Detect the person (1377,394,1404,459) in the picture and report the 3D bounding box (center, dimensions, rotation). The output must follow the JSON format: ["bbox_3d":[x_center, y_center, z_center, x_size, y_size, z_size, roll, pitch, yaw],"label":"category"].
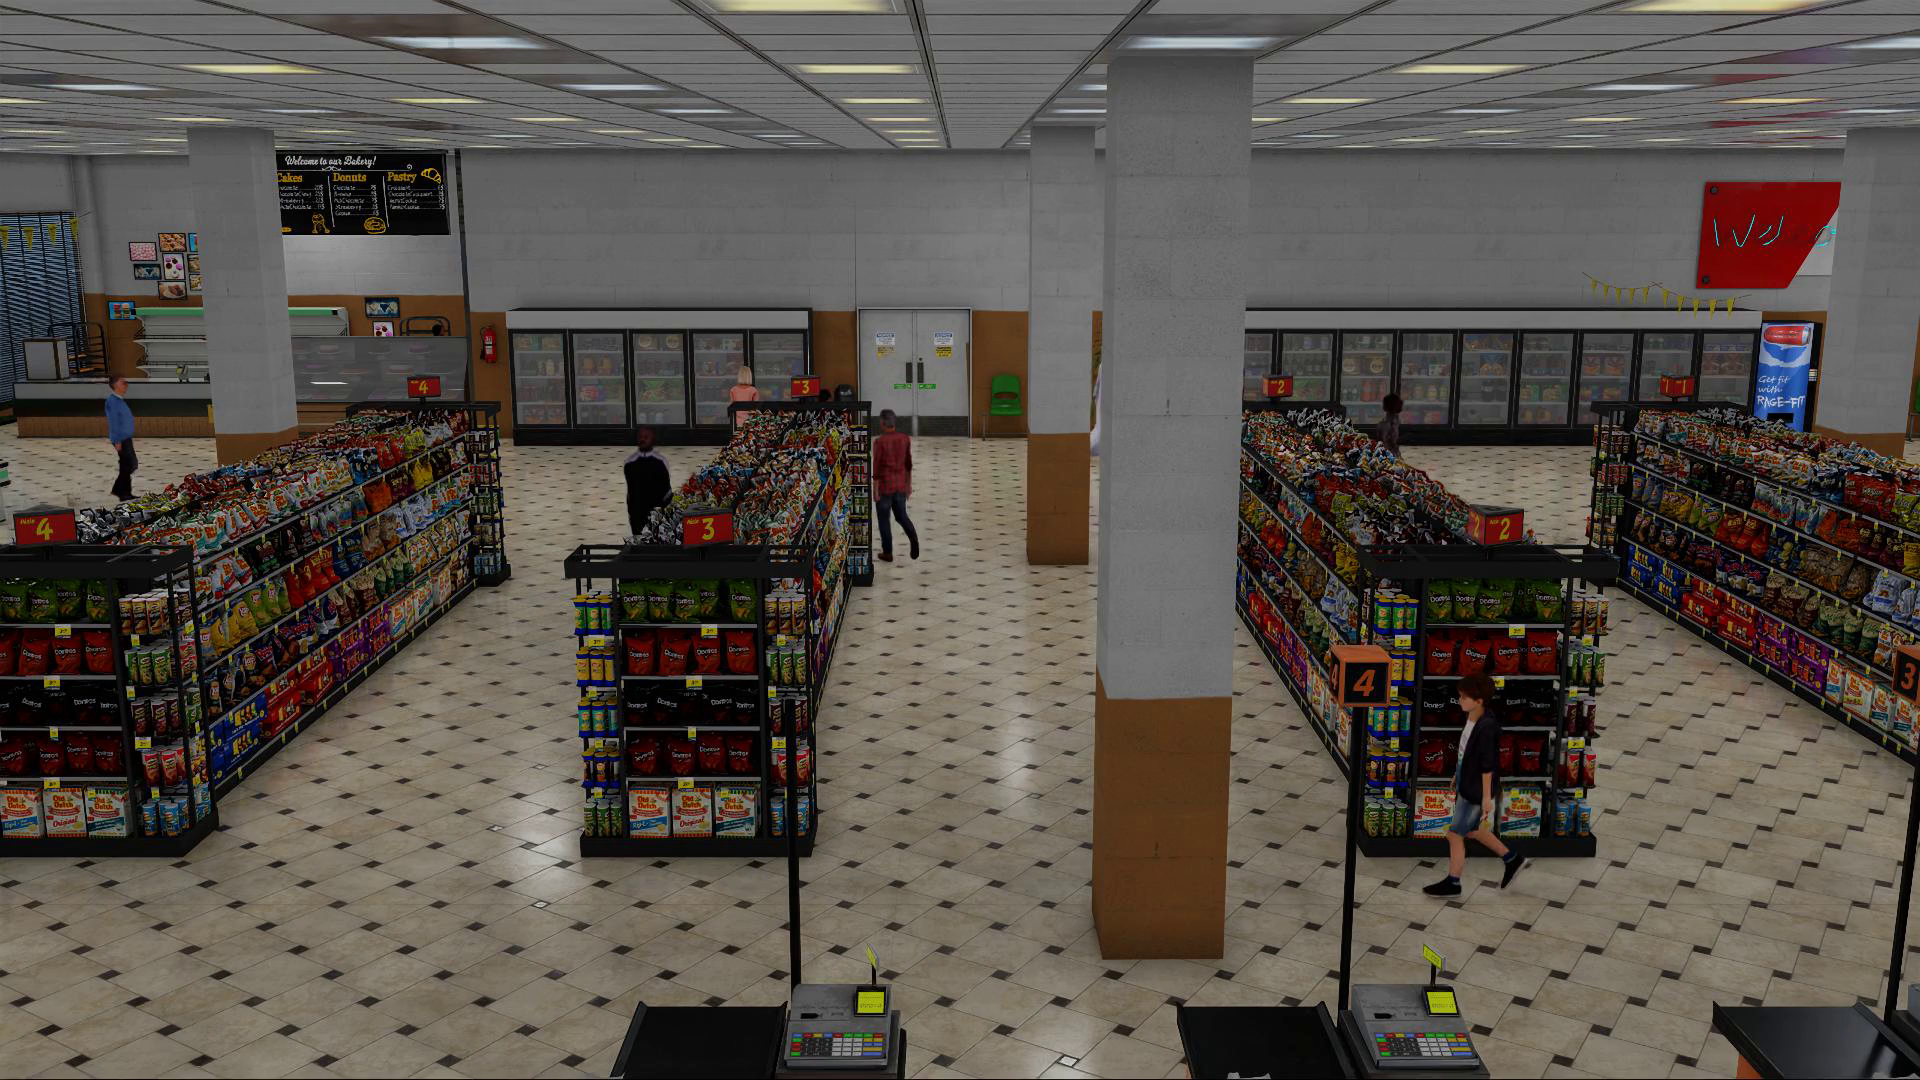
[{"bbox_3d":[5.686,-1.030,21.719,1.123,1.676,1.128,10,15,39],"label":"person"}]

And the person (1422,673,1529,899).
[{"bbox_3d":[3.219,1.517,10.225,0.637,1.428,0.831,1,12,5],"label":"person"}]

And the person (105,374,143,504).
[{"bbox_3d":[-11.792,-1.415,23.218,0.814,1.812,0.676,-3,12,-15],"label":"person"}]

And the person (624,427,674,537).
[{"bbox_3d":[-3.357,-0.334,18.096,0.715,1.807,1.140,1,12,3],"label":"person"}]

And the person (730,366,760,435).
[{"bbox_3d":[-3.251,-1.763,25.082,0.586,1.726,0.513,0,12,2],"label":"person"}]

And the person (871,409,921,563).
[{"bbox_3d":[-0.757,-0.597,19.344,0.984,1.807,1.120,-7,14,-30],"label":"person"}]
